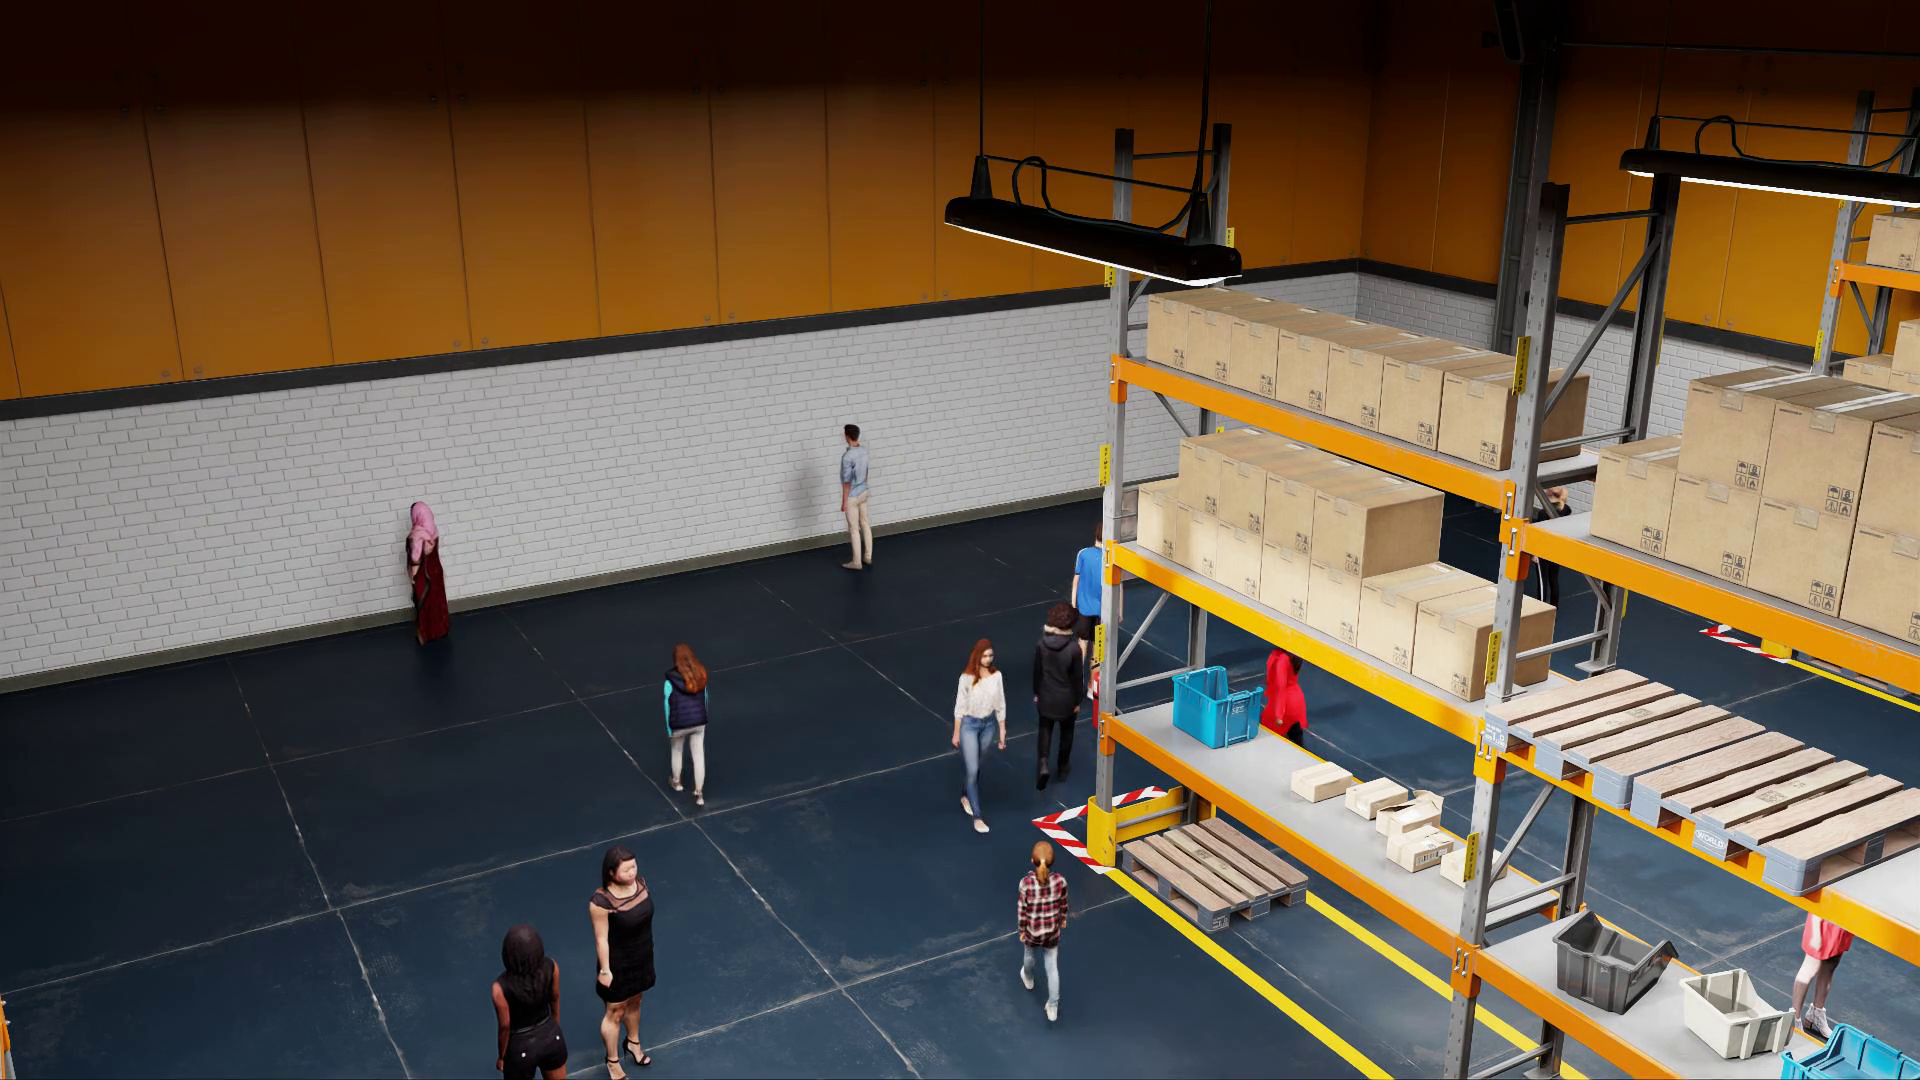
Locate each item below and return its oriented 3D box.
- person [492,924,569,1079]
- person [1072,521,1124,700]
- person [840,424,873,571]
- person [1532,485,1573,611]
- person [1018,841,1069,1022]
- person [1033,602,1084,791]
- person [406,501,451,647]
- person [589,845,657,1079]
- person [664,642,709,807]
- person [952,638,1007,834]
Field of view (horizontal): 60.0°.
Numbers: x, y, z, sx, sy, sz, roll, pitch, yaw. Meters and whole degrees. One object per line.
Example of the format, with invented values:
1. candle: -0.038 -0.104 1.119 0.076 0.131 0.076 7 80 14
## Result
1. person: -2.596 3.099 10.108 0.647 1.740 0.600 -17 25 -41
2. person: 1.369 0.722 17.015 0.895 1.837 0.955 3 19 7
3. person: -1.303 -0.551 20.780 0.702 1.846 0.726 12 22 31
4. person: 6.706 0.155 18.903 0.613 1.707 0.547 -9 21 -25
5. person: 0.599 2.784 11.780 0.744 1.271 0.976 -3 19 -8
6. person: 0.863 1.438 15.011 1.019 1.759 1.071 5 19 16
7. person: -5.907 0.344 18.448 0.821 1.638 0.761 5 19 14
8. person: -2.242 2.794 11.051 0.772 1.717 0.751 10 21 27
9. person: -2.403 1.658 14.806 0.606 1.474 0.817 -8 20 -21
10. person: 0.118 1.629 14.540 0.682 1.697 1.023 -7 20 -20
